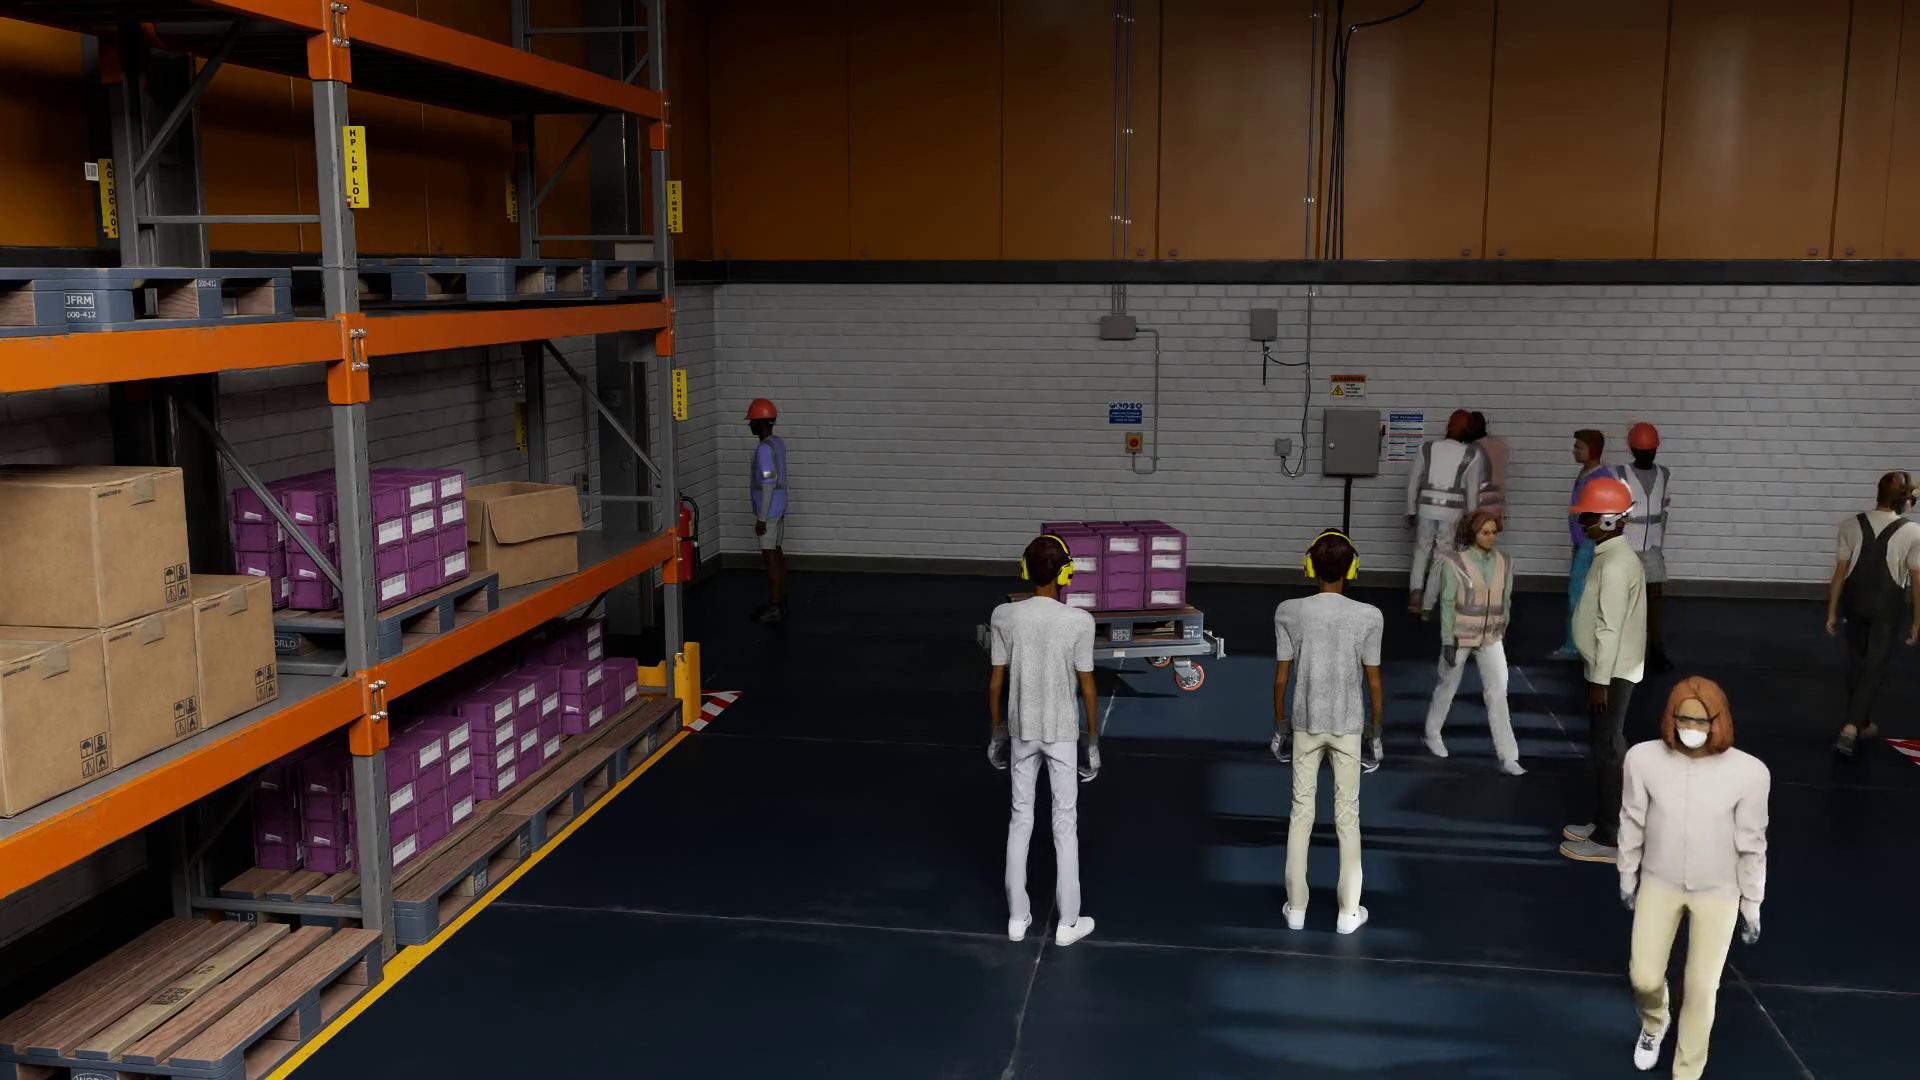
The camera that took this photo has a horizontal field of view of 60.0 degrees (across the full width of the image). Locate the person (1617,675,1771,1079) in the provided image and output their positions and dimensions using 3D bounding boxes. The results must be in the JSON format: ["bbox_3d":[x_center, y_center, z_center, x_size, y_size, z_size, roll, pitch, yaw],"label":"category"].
[{"bbox_3d":[2.624,1.265,5.988,0.496,1.615,0.394,5,10,27],"label":"person"}]

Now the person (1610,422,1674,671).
[{"bbox_3d":[5.239,0.010,12.952,0.551,1.885,0.997,-1,9,-5],"label":"person"}]

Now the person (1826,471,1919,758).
[{"bbox_3d":[5.722,0.459,10.435,0.535,1.802,0.900,9,13,43],"label":"person"}]

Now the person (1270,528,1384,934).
[{"bbox_3d":[1.683,0.874,7.629,0.513,1.873,0.328,3,10,16],"label":"person"}]

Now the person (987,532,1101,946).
[{"bbox_3d":[0.378,0.895,7.507,0.534,1.868,0.309,3,10,18],"label":"person"}]

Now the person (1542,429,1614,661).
[{"bbox_3d":[4.918,0.047,12.851,0.648,1.828,0.585,2,9,13],"label":"person"}]

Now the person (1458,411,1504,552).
[{"bbox_3d":[4.499,-0.243,14.764,0.751,1.806,0.663,7,12,39],"label":"person"}]

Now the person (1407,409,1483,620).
[{"bbox_3d":[4.133,-0.199,14.303,0.624,1.854,0.558,6,11,32],"label":"person"}]

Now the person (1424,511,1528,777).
[{"bbox_3d":[3.132,0.609,10.121,0.539,1.590,0.880,-3,10,-15],"label":"person"}]

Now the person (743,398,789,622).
[{"bbox_3d":[-1.687,-0.260,14.417,0.375,1.935,0.551,1,9,6],"label":"person"}]

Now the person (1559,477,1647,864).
[{"bbox_3d":[3.314,0.664,8.593,0.408,1.987,0.607,3,10,19],"label":"person"}]
